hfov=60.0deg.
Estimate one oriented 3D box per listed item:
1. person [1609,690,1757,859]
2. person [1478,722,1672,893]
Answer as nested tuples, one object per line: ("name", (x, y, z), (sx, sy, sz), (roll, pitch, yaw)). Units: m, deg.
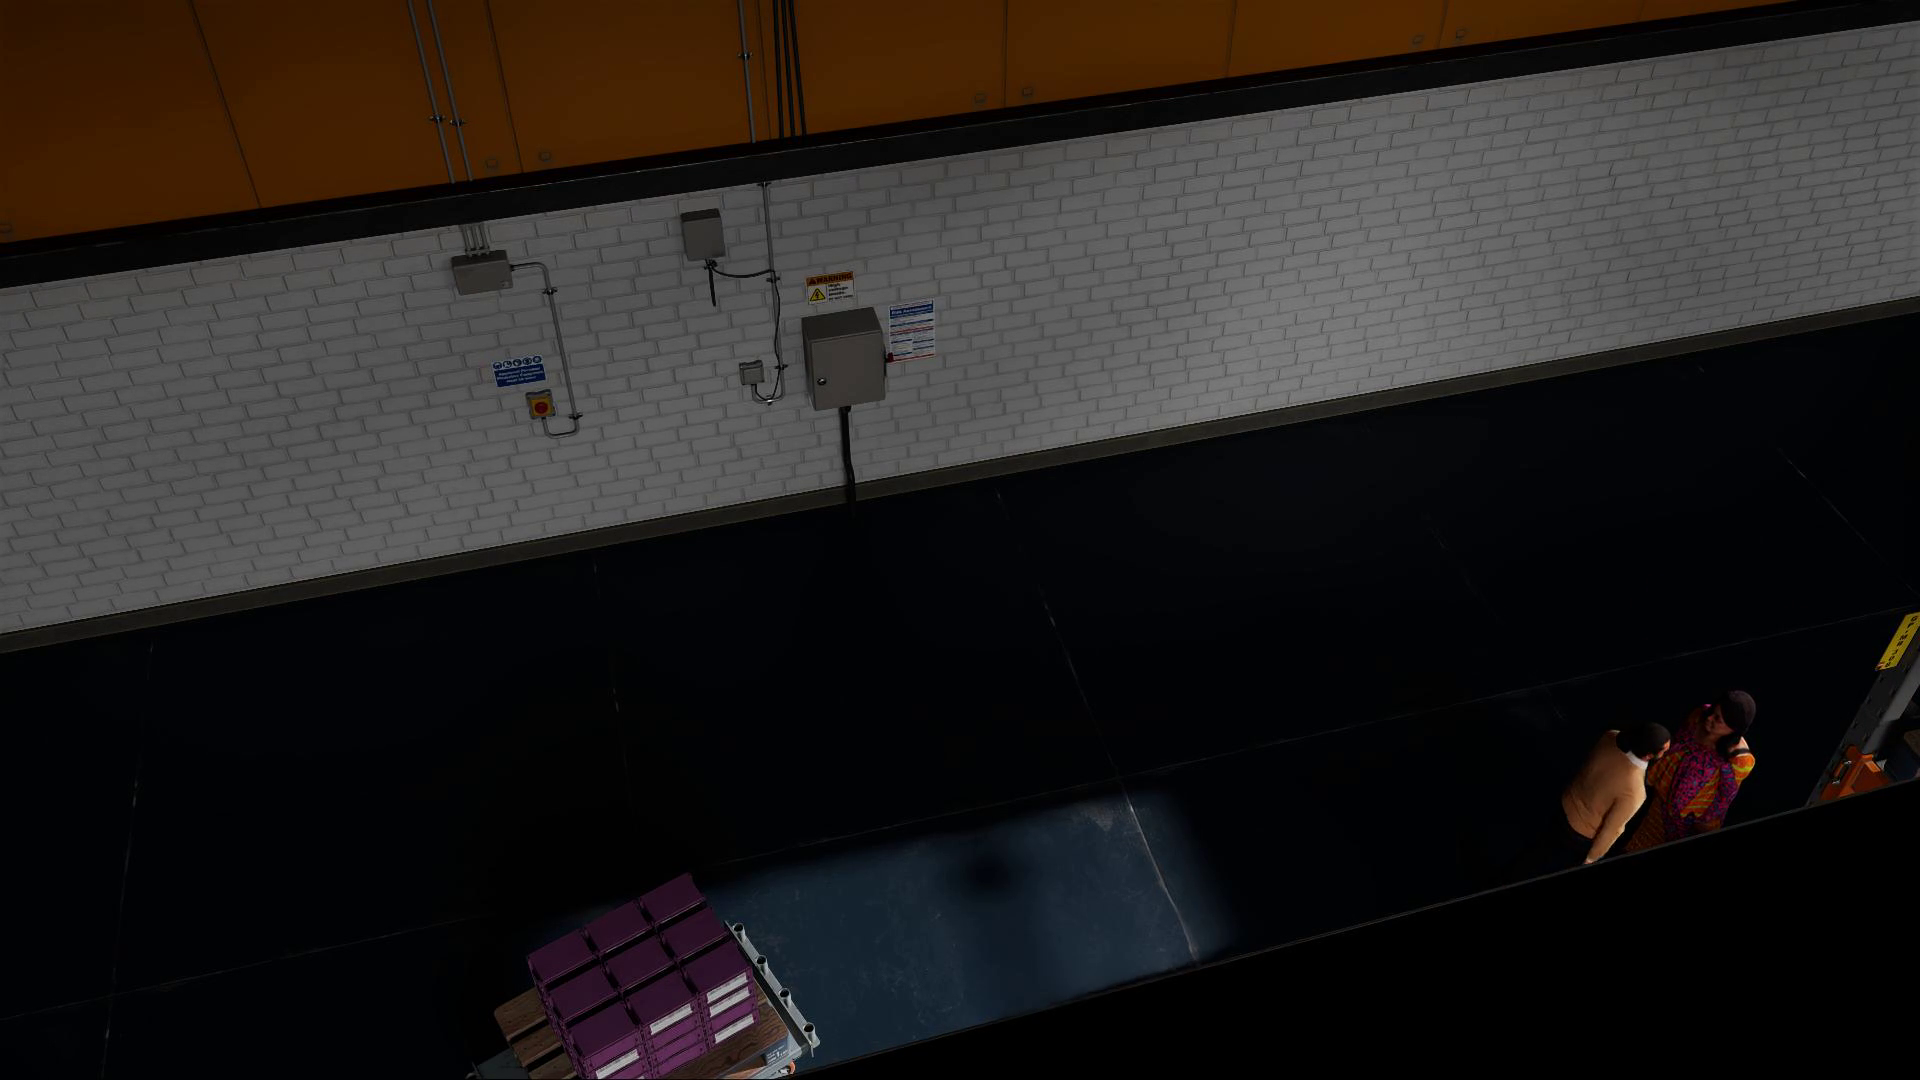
("person", (4.114, 1.414, 9.380), (0.700, 1.686, 0.583), (-12, 45, -13))
("person", (3.384, 1.573, 9.190), (0.833, 1.719, 0.896), (-6, 44, -6))
